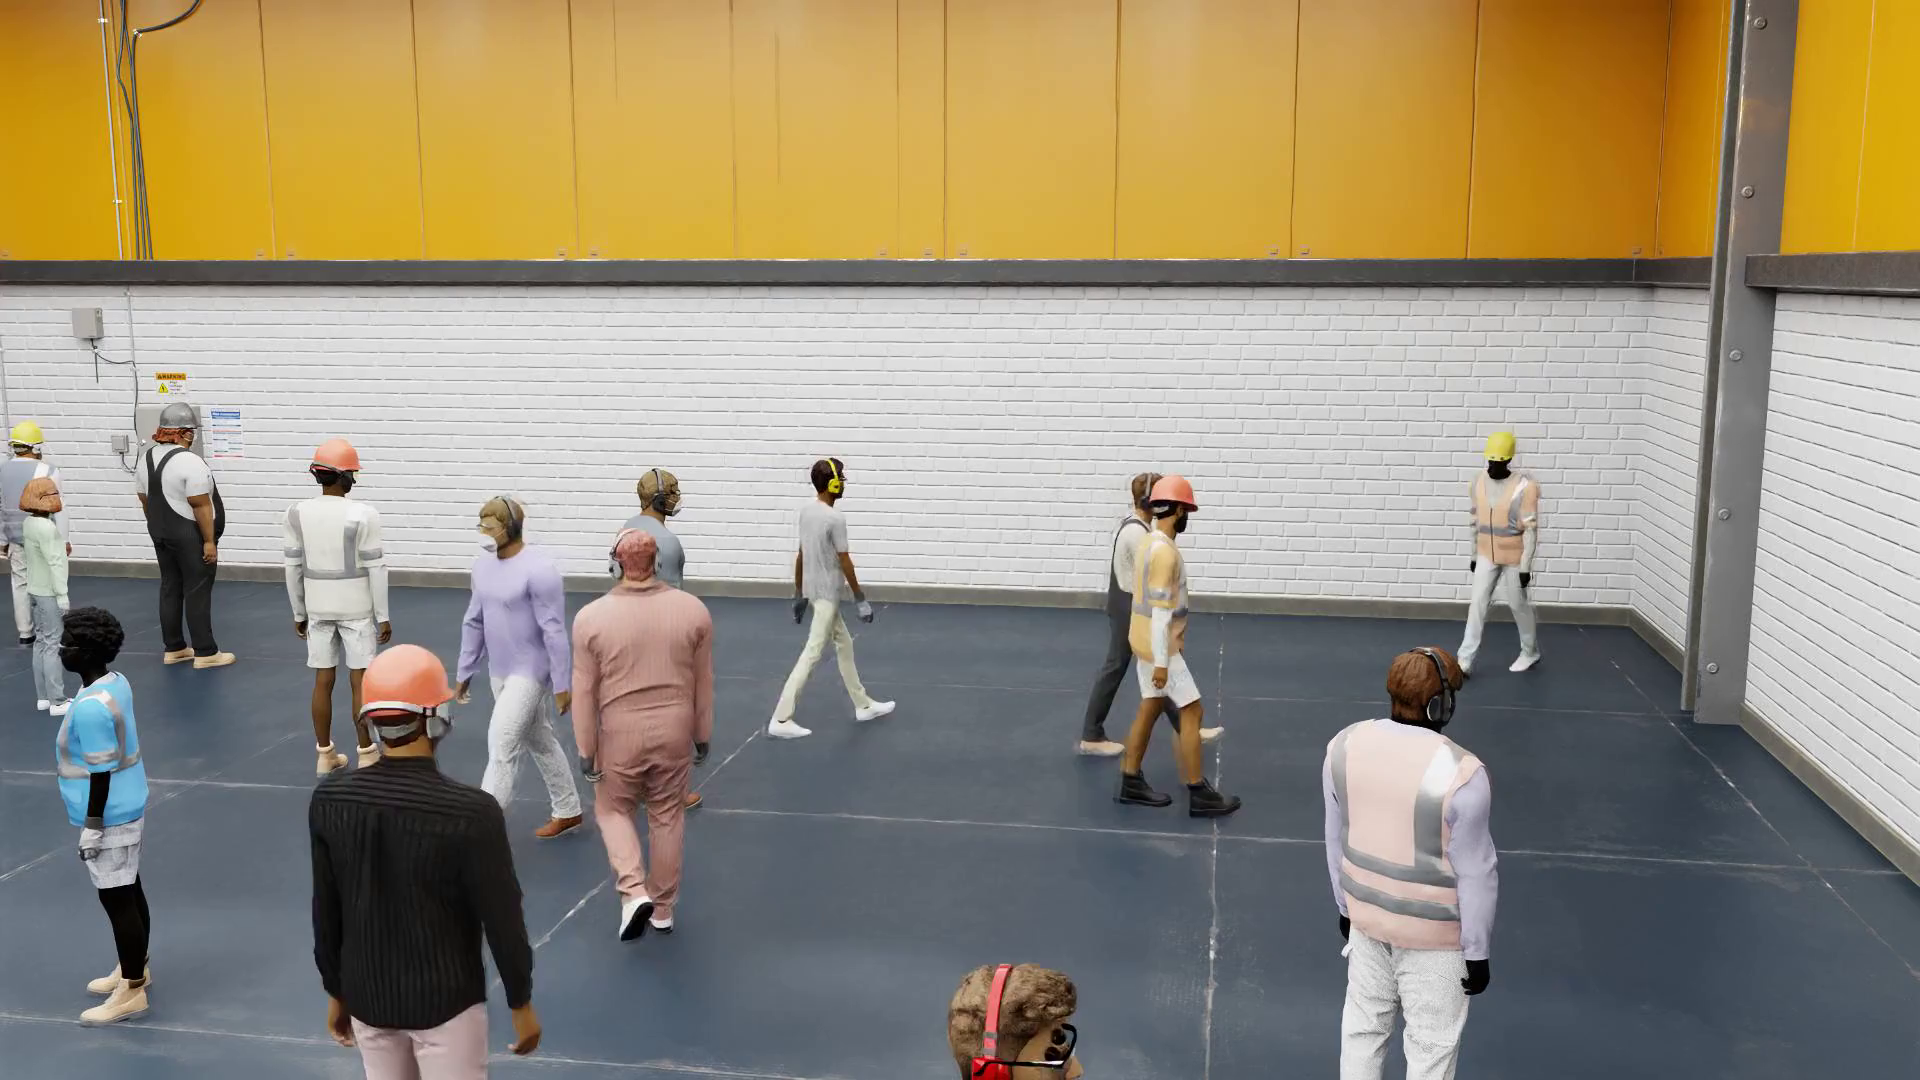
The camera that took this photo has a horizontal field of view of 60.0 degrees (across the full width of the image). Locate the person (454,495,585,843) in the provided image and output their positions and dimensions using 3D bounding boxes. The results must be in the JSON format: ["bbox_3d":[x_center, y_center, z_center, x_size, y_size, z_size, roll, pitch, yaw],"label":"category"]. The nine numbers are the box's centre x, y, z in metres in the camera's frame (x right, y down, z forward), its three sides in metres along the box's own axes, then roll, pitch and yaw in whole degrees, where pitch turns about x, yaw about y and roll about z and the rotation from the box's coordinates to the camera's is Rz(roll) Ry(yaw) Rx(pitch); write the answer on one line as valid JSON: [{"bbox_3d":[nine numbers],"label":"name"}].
[{"bbox_3d":[-2.363,0.715,8.554,0.658,1.881,1.023,9,13,43],"label":"person"}]

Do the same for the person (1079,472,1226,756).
[{"bbox_3d":[1.181,0.479,10.280,0.940,1.792,0.498,2,9,12],"label":"person"}]

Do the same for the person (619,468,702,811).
[{"bbox_3d":[-1.716,0.558,9.367,0.356,1.938,0.633,-6,11,-33],"label":"person"}]

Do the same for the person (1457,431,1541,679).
[{"bbox_3d":[4.024,0.112,12.367,1.018,1.870,0.629,-8,12,-41],"label":"person"}]

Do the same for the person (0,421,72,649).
[{"bbox_3d":[-7.428,-0.033,13.358,0.601,1.835,0.403,0,9,2],"label":"person"}]

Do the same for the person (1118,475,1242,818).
[{"bbox_3d":[1.261,0.590,9.309,0.744,1.893,0.570,-1,9,-3],"label":"person"}]

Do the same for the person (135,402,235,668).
[{"bbox_3d":[-5.915,-0.045,12.772,0.688,2.000,0.539,5,10,28],"label":"person"}]

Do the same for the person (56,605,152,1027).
[{"bbox_3d":[-3.470,1.102,6.749,0.318,1.699,0.533,-3,10,-20],"label":"person"}]

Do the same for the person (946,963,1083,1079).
[{"bbox_3d":[0.032,1.638,3.010,0.384,1.846,0.568,1,9,6],"label":"person"}]

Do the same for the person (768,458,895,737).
[{"bbox_3d":[-0.867,0.371,10.915,0.997,1.821,0.517,-5,11,-29],"label":"person"}]

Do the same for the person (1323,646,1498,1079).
[{"bbox_3d":[1.475,1.248,5.414,0.429,1.844,0.625,-7,12,-38],"label":"person"}]

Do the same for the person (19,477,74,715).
[{"bbox_3d":[-6.225,0.381,11.389,0.500,1.636,0.282,9,13,44],"label":"person"}]

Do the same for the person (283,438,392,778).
[{"bbox_3d":[-3.691,0.412,9.948,0.615,2.041,0.386,1,9,8],"label":"person"}]

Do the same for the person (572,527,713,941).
[{"bbox_3d":[-1.410,0.889,7.492,0.646,1.890,0.520,-4,10,-23],"label":"person"}]

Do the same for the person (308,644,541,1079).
[{"bbox_3d":[-1.518,1.282,4.749,0.648,1.989,0.418,3,10,18],"label":"person"}]
